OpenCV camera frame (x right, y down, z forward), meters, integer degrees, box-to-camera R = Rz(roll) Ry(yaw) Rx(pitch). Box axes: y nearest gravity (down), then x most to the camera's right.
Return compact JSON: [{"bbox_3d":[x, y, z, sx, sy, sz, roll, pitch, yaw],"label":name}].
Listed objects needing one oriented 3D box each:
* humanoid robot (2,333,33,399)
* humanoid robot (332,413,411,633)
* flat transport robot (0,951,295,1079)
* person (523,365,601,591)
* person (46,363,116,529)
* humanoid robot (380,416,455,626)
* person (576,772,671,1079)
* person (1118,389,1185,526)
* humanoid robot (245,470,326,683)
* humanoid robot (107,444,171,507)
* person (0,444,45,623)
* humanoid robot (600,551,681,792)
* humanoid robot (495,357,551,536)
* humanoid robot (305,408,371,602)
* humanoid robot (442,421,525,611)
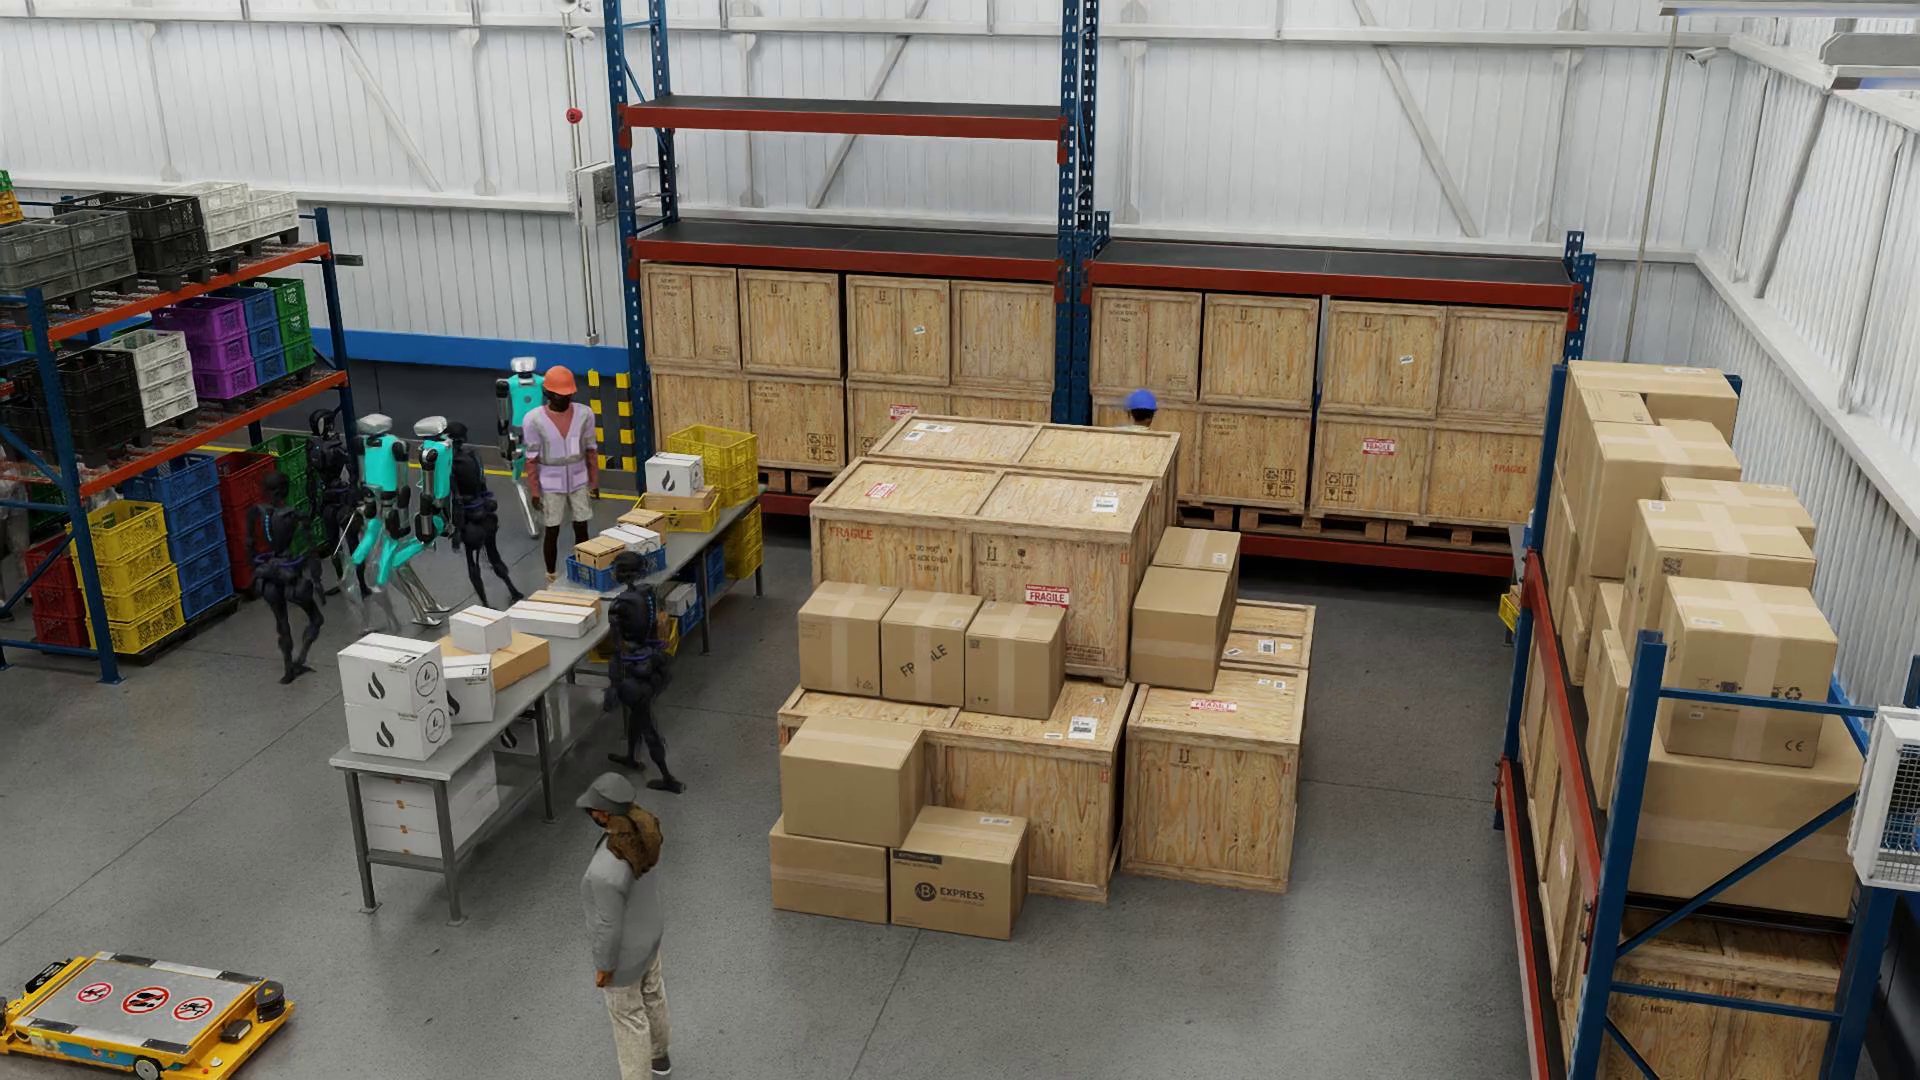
[{"bbox_3d":[-10.269,-1.838,17.828,0.954,1.753,0.605,-12,24,-29],"label":"humanoid robot"},{"bbox_3d":[-4.685,-0.055,13.162,0.536,1.805,0.755,11,23,26],"label":"humanoid robot"},{"bbox_3d":[-4.270,2.464,8.601,1.431,0.231,0.659,5,22,13],"label":"flat transport robot"},{"bbox_3d":[-3.266,-0.464,13.797,0.607,2.036,0.410,-11,23,-26],"label":"person"},{"bbox_3d":[-7.593,-0.641,14.468,0.584,1.878,0.352,7,22,18],"label":"person"},{"bbox_3d":[-4.358,-0.160,13.271,0.747,1.695,0.529,1,21,2],"label":"humanoid robot"},{"bbox_3d":[-1.583,1.909,7.947,0.399,1.768,0.574,4,21,10],"label":"person"},{"bbox_3d":[1.507,-0.294,13.552,0.983,1.875,0.641,-10,23,-25],"label":"person"},{"bbox_3d":[-5.021,0.268,12.369,0.612,1.652,0.336,4,21,10],"label":"humanoid robot"},{"bbox_3d":[-7.054,-0.560,14.365,0.731,1.731,0.530,-8,22,-20],"label":"humanoid robot"},{"bbox_3d":[-7.796,-0.246,13.502,0.404,1.828,0.602,13,25,31],"label":"person"},{"bbox_3d":[-2.156,0.860,10.849,0.699,1.638,0.597,8,22,19],"label":"humanoid robot"},{"bbox_3d":[-3.964,-0.816,15.286,0.543,1.895,0.764,-7,22,-18],"label":"humanoid robot"},{"bbox_3d":[-5.181,-0.295,13.824,0.599,1.657,0.315,12,24,28],"label":"humanoid robot"},{"bbox_3d":[-3.889,-0.169,13.525,0.483,1.645,0.610,4,21,11],"label":"humanoid robot"}]
